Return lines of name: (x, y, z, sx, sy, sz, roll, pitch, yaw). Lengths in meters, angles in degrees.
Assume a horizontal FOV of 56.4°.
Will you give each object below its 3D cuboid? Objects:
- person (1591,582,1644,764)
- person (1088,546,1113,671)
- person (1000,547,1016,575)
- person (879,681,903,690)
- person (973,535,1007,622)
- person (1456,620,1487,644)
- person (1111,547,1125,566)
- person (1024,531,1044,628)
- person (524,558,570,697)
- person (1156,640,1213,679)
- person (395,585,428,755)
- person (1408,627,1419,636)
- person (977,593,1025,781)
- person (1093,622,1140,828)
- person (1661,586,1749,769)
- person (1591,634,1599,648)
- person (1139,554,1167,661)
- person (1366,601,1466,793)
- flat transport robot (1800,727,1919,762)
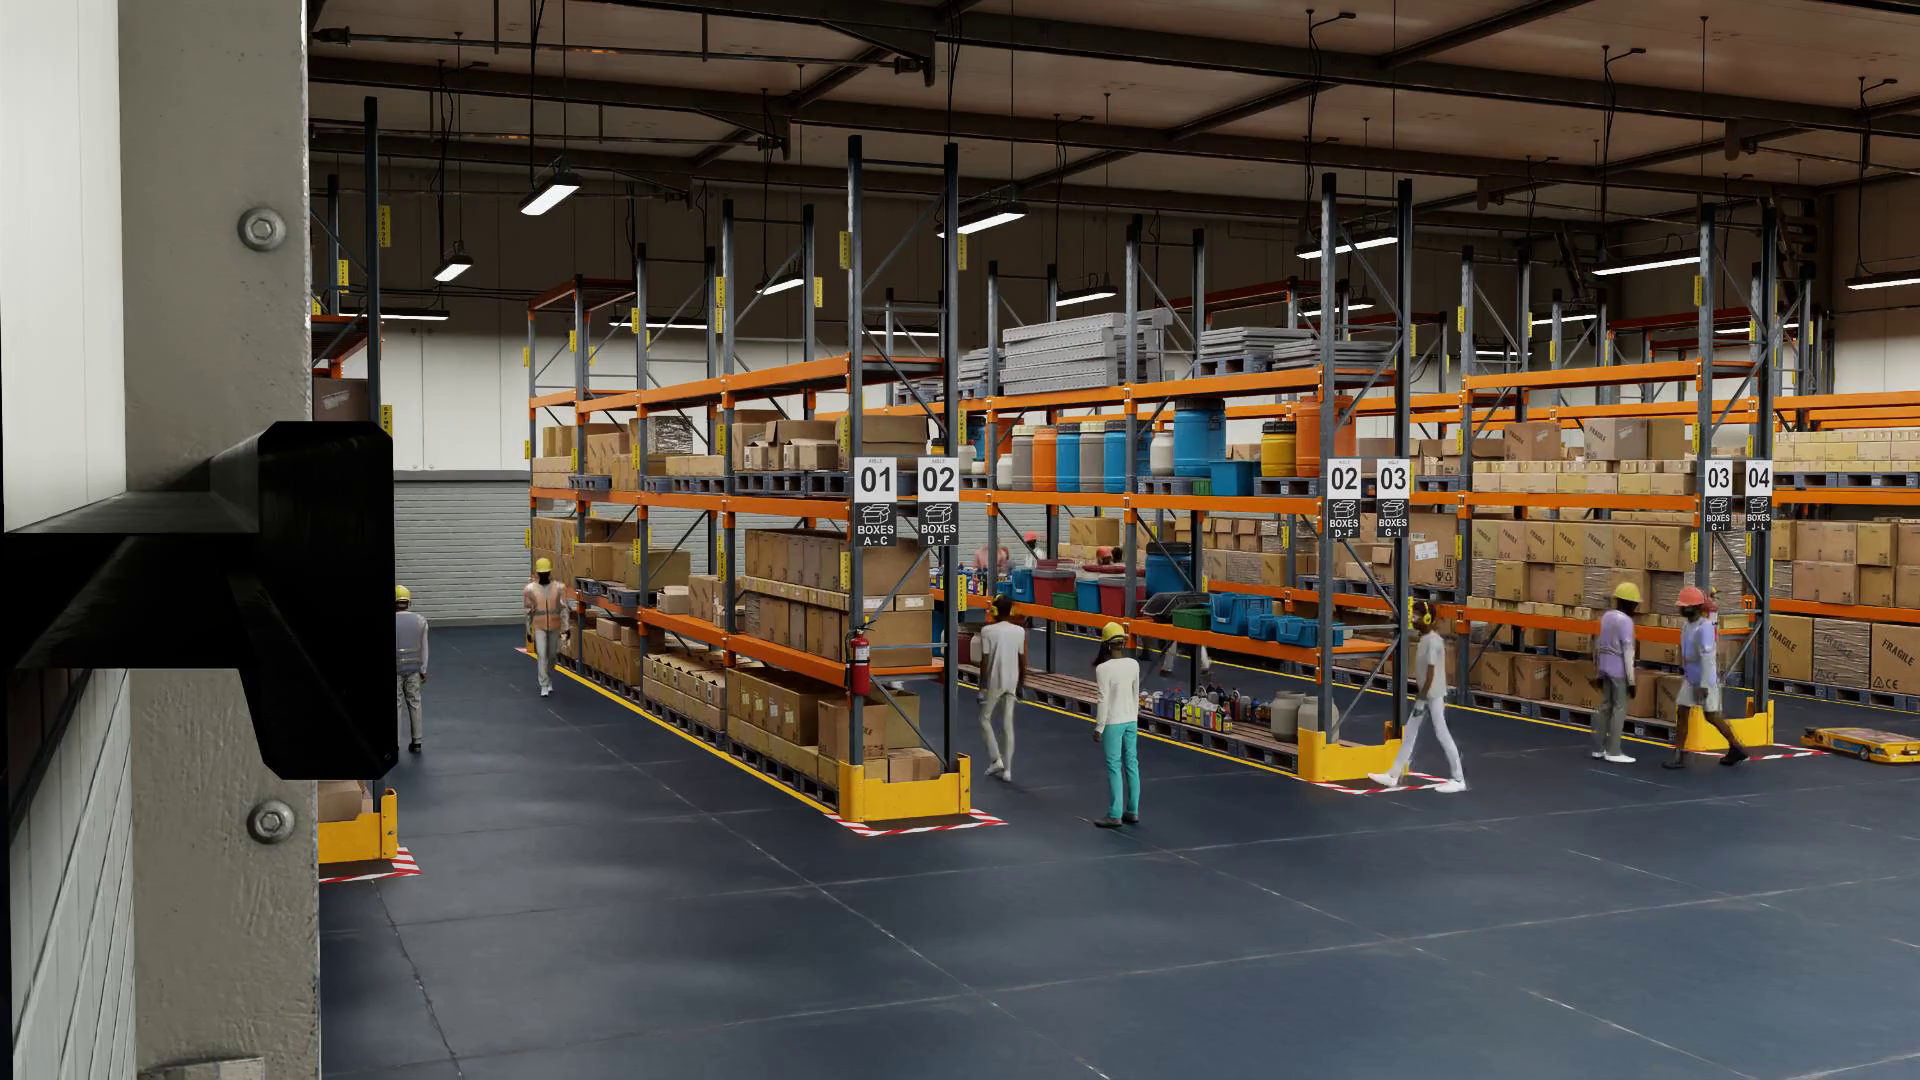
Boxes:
person: (6.959, 1.399, 18.964, 0.445, 1.893, 0.664, 0, 2, -9)
person: (2.165, 1.070, 27.008, 0.639, 1.933, 1.035, -1, 3, -31)
person: (0.839, 0.927, 35.185, 0.502, 1.579, 0.877, 0, 2, -3)
person: (-0.844, 1.473, 20.739, 0.504, 1.598, 0.826, -1, 2, -21)
person: (0.583, 0.811, 34.570, 0.663, 1.871, 0.700, 1, 2, 15)
person: (7.501, 1.230, 26.097, 0.541, 1.687, 0.472, -1, 2, -22)
person: (2.661, 1.017, 29.892, 0.511, 1.828, 1.000, -1, 2, -16)
person: (1.508, 0.768, 35.098, 0.655, 1.914, 0.561, -1, 2, -28)
person: (-5.709, 1.181, 24.713, 0.601, 1.895, 0.907, -1, 2, -20)
person: (3.354, 1.113, 26.548, 0.635, 1.896, 1.023, -1, 3, -33)
person: (-6.088, 1.408, 19.504, 0.600, 1.829, 0.404, -2, 3, -43)
person: (7.466, 0.997, 29.099, 0.628, 1.907, 0.894, -1, 2, -28)
person: (0.391, 1.457, 17.851, 0.550, 1.858, 0.416, -1, 2, -25)
person: (1.348, 1.595, 15.519, 0.526, 1.765, 0.329, -2, 3, -43)
person: (7.710, 1.418, 18.523, 0.880, 1.903, 0.542, 0, 2, -10)
person: (8.858, 1.163, 24.530, 0.546, 1.938, 0.360, -1, 3, -31)
person: (3.167, 1.018, 28.873, 0.536, 1.900, 0.880, -1, 2, -23)
person: (4.406, 1.505, 17.126, 0.956, 1.816, 0.544, 0, 2, -1)
flat transport robot: (9.844, 2.203, 19.377, 0.652, 0.197, 1.431, 0, 2, -11)
